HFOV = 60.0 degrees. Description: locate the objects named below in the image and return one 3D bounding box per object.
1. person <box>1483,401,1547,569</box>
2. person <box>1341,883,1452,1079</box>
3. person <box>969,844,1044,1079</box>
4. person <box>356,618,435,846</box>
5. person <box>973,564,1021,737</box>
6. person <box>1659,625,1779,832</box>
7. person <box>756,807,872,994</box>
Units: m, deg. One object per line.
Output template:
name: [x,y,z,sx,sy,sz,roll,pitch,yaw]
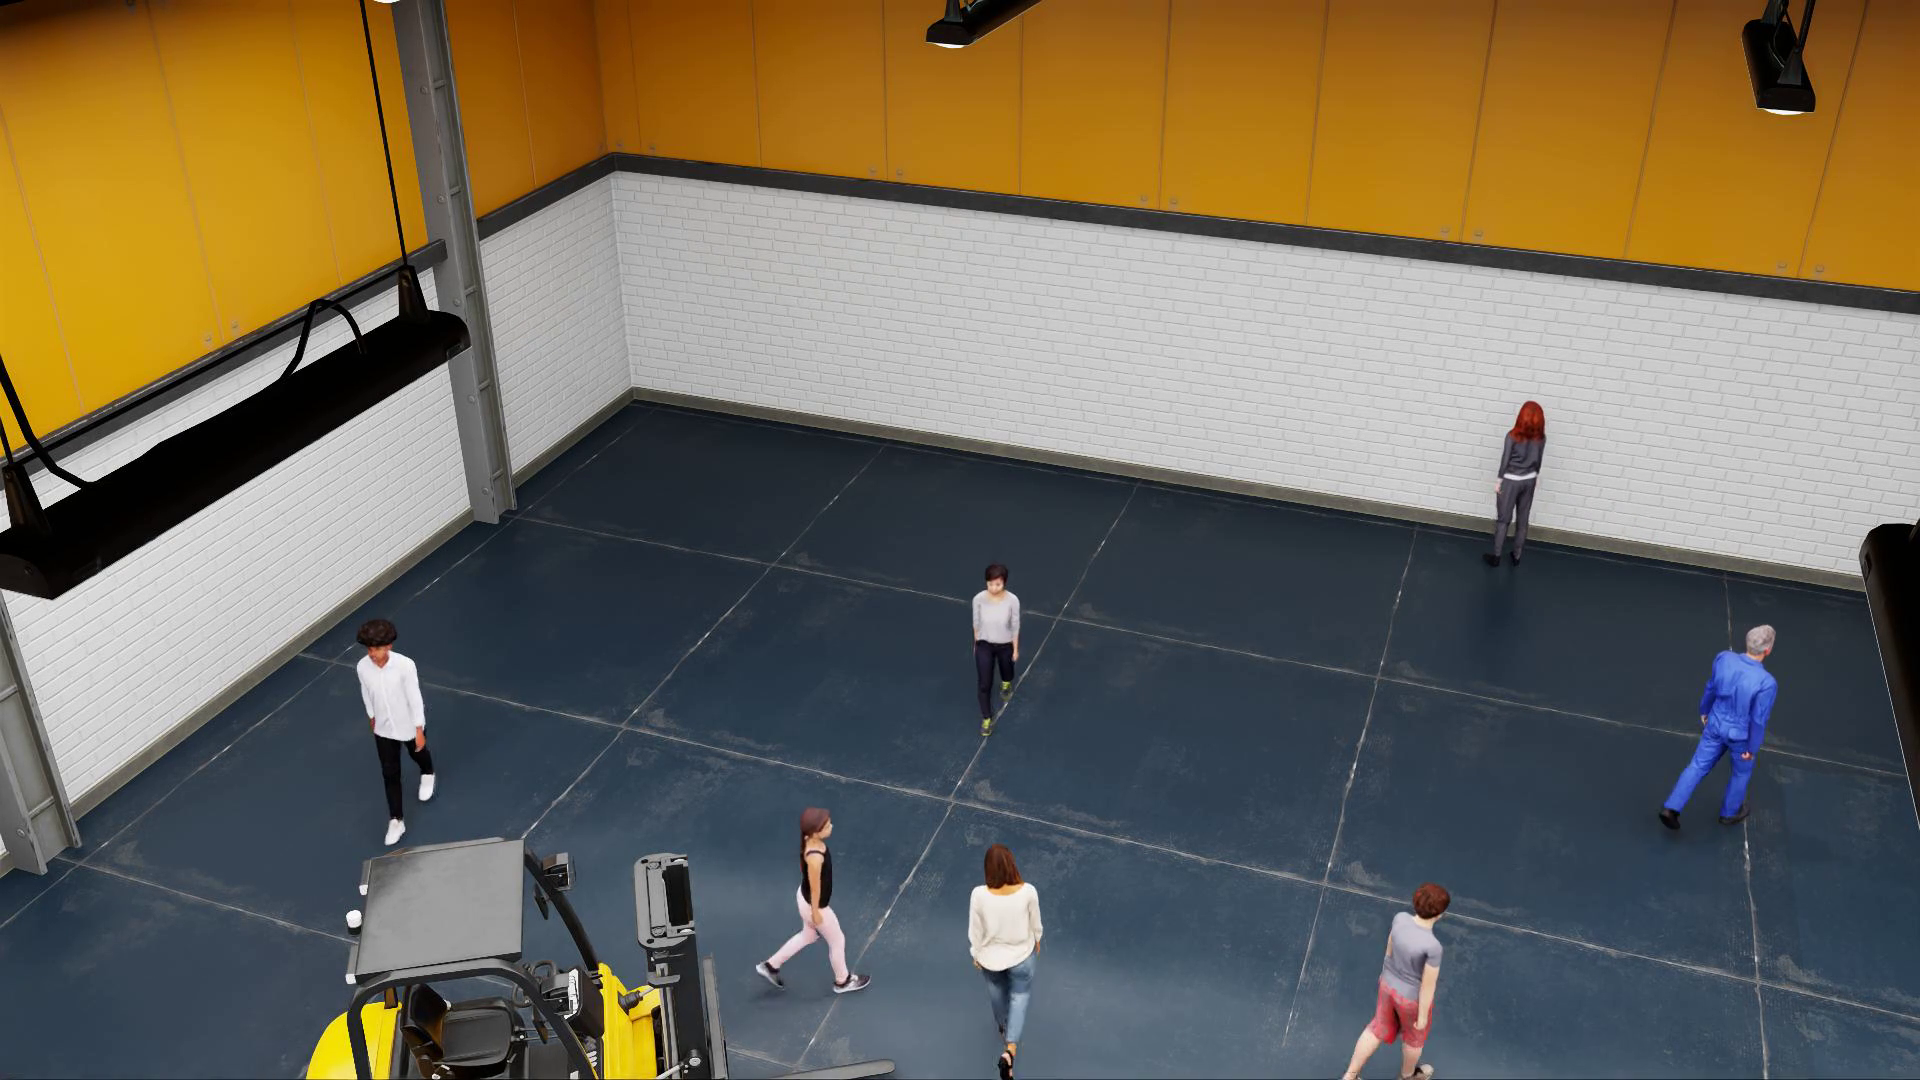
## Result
person: [5.486,-0.551,16.344,0.651,1.780,0.648,-4,29,-7]
person: [2.695,2.830,10.305,1.037,1.627,0.941,-17,33,-28]
person: [0.288,2.685,10.538,0.775,1.657,1.001,3,29,5]
person: [-4.303,1.365,12.845,0.901,1.767,1.211,0,29,0]
person: [0.314,0.850,14.034,0.700,1.533,0.993,3,29,6]
person: [5.782,1.472,12.615,1.254,1.798,1.157,-16,32,-27]
person: [-1.033,2.437,11.116,0.932,1.540,0.986,-7,29,-13]
